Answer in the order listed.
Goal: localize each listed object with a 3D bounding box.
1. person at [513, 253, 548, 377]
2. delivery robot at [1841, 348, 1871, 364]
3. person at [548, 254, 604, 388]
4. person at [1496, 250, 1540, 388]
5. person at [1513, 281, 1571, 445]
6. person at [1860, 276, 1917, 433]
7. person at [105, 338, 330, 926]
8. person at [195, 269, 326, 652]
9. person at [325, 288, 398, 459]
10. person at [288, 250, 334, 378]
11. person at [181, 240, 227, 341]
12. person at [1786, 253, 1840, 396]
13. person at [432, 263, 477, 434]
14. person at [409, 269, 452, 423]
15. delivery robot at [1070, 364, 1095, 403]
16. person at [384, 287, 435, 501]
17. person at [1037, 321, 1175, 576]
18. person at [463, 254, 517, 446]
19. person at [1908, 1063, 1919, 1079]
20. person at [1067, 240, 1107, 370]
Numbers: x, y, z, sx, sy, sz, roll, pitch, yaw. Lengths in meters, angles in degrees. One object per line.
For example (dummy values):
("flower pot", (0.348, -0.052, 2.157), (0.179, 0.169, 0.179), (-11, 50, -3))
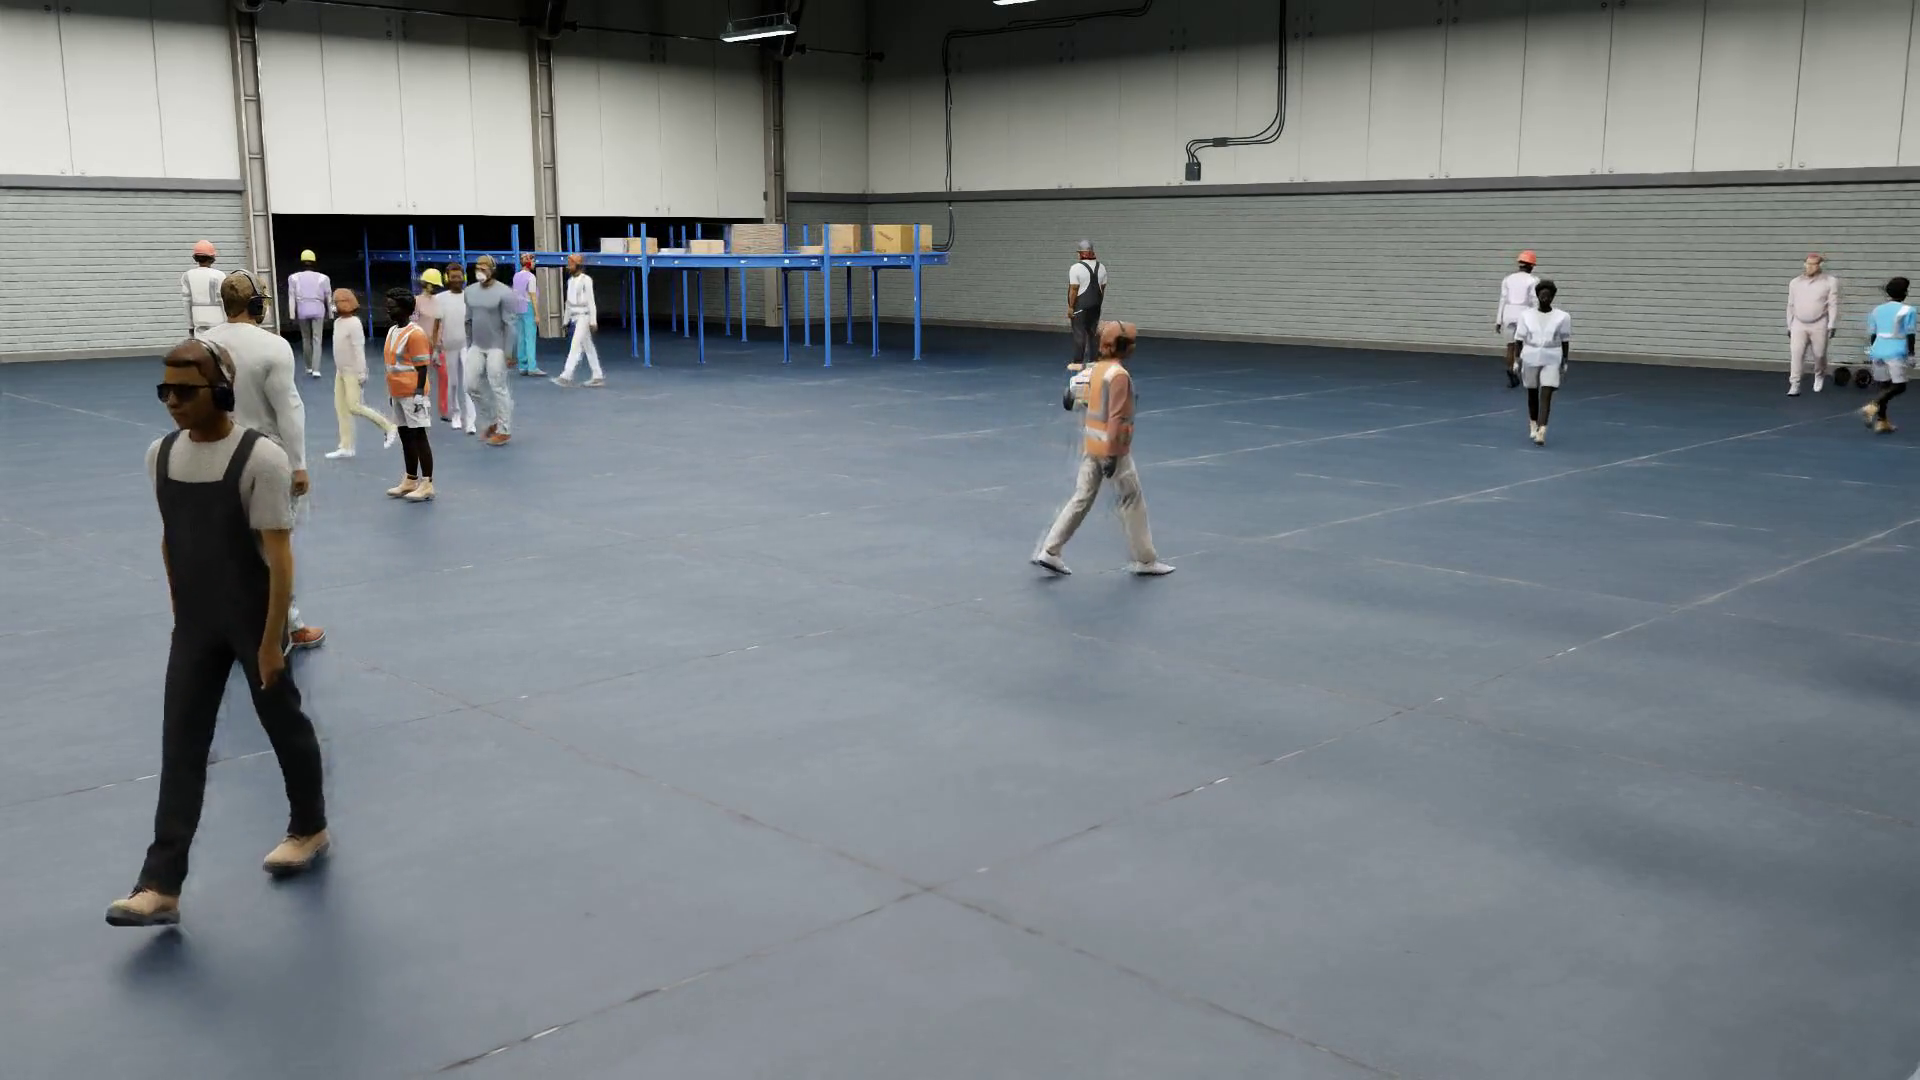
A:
("person", (-6.543, -3.402, 25.105), (0.396, 1.847, 0.564), (-10, 14, -42))
("delivery robot", (12.745, -2.588, 23.344), (0.699, 0.223, 0.335), (-2, 11, -11))
("person", (-5.381, -3.038, 23.127), (0.948, 1.839, 0.616), (-8, 13, -36))
("person", (7.753, -3.075, 23.178), (0.583, 1.905, 0.660), (8, 13, 37))
("person", (5.948, -1.823, 17.030), (0.541, 1.651, 0.896), (5, 11, 23))
("person", (9.876, -1.973, 17.752), (0.562, 1.679, 0.541), (-3, 11, -17))
("person", (-2.323, 0.272, 5.215), (0.532, 1.791, 0.952), (2, 11, 12))
("person", (-3.586, -0.396, 8.465), (0.630, 1.940, 0.372), (3, 11, 18))
("person", (-5.792, -1.603, 15.943), (0.605, 1.615, 0.503), (-9, 14, -41))
("person", (-9.735, -3.397, 24.995), (0.617, 1.870, 0.990), (-3, 11, -18))
("person", (-9.445, -2.741, 20.952), (0.615, 2.047, 0.357), (2, 11, 8))
("person", (11.368, -2.881, 22.183), (0.641, 1.888, 0.834), (8, 13, 38))
("person", (-5.453, -2.087, 18.026), (0.547, 1.828, 0.982), (-4, 11, -21))
("person", (-5.925, -2.171, 18.688), (0.702, 1.720, 0.566), (7, 12, 32))
("delivery robot", (1.602, -1.926, 20.446), (0.477, 0.478, 0.707), (4, 11, 20))
("person", (-4.440, -1.172, 13.354), (0.315, 1.696, 0.541), (-10, 14, -43))
("person", (0.886, -0.559, 10.314), (0.868, 1.595, 0.527), (-3, 11, -16))
("person", (-4.751, -1.909, 16.762), (0.652, 1.918, 0.458), (5, 11, 23))
("person", (2.562, 0.635, 3.833), (0.879, 1.577, 0.514), (2, 11, 9))
("person", (1.951, -3.700, 26.319), (0.688, 2.000, 0.538), (-7, 13, -35))
